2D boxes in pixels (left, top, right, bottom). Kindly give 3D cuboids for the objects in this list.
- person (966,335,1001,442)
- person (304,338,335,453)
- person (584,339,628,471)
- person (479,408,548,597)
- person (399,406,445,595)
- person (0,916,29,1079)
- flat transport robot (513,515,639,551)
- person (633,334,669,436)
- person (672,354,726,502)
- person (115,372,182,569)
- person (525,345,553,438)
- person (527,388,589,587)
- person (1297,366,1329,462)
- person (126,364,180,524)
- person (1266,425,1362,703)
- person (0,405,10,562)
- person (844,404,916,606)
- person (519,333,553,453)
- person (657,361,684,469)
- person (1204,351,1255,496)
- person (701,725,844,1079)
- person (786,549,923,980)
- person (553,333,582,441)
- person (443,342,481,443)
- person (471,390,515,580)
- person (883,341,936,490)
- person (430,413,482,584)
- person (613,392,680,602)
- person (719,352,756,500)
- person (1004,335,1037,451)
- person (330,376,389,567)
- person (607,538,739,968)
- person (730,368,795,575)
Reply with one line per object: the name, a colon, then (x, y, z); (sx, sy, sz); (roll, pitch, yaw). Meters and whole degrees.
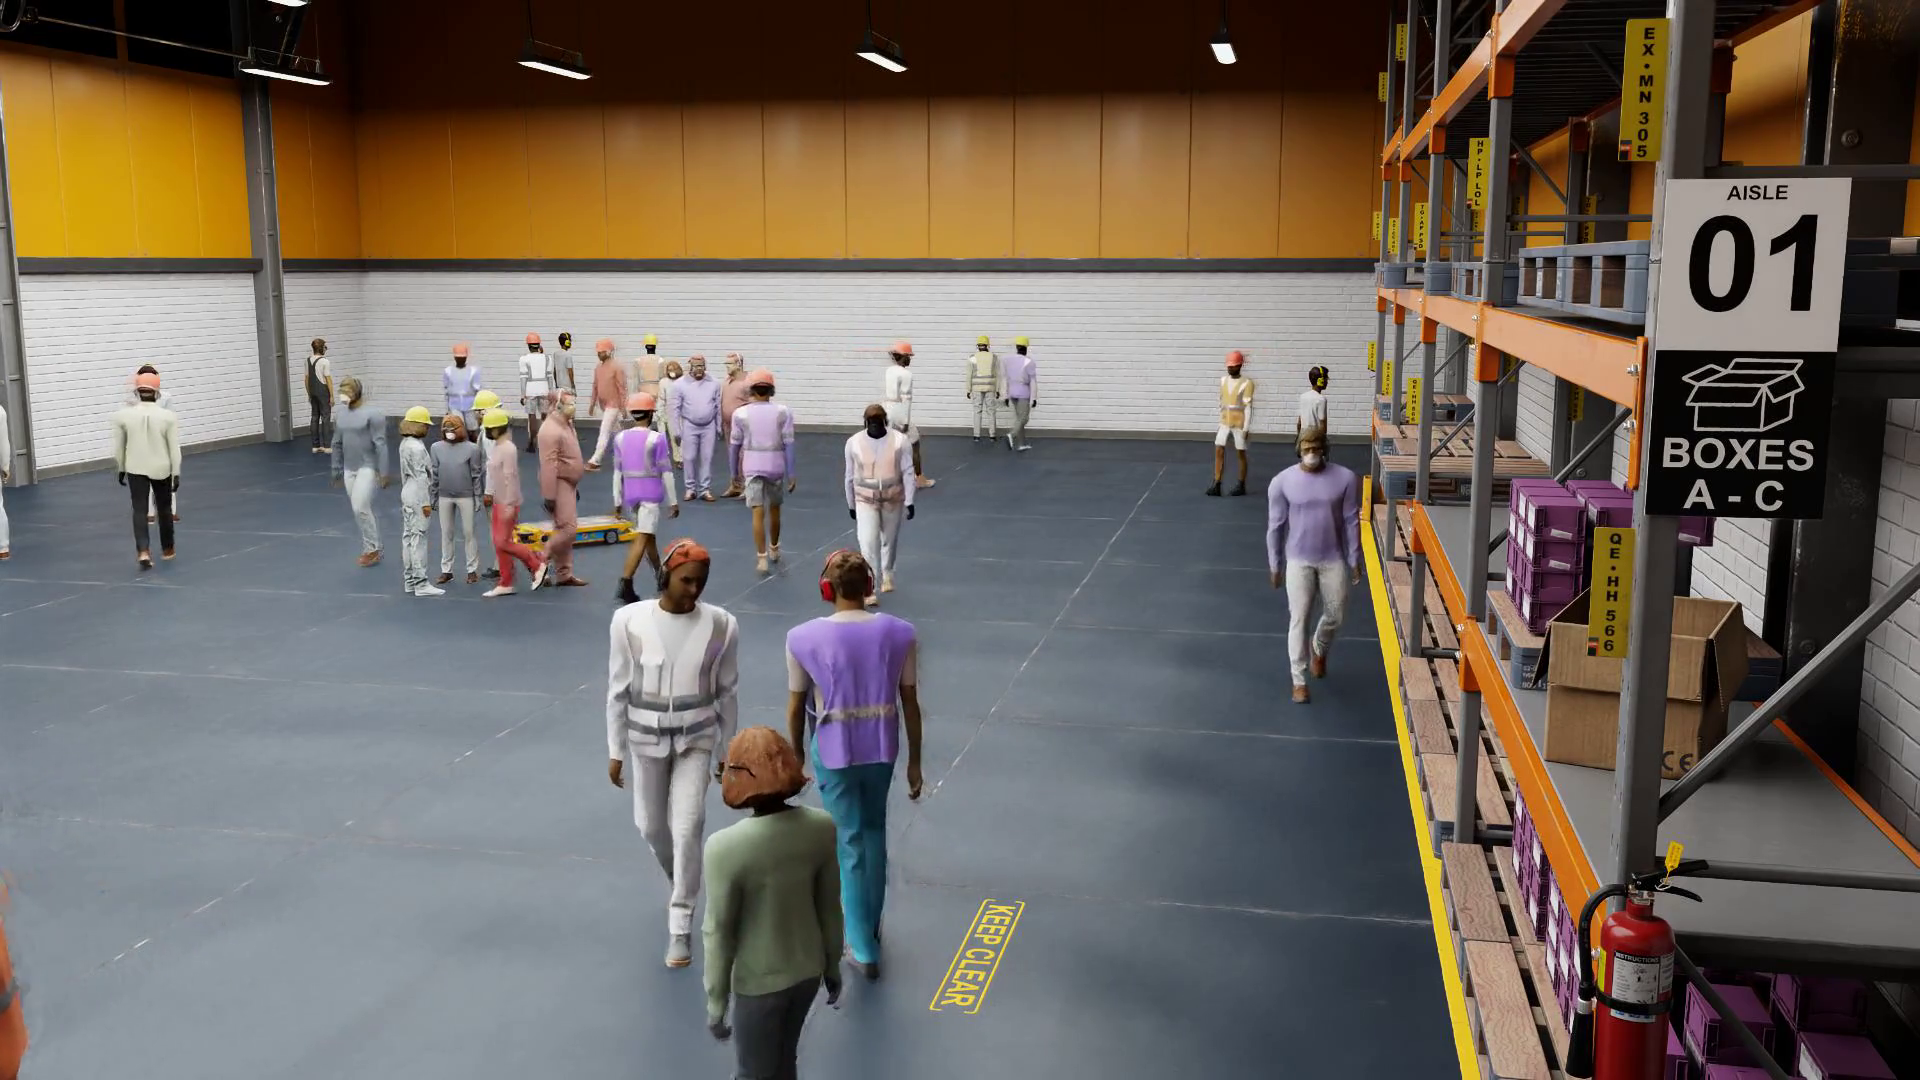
person: (0.399, -2.590, 28.453); (0.592, 1.828, 0.404); (-1, 9, -4)
person: (-10.272, -2.312, 26.728); (0.517, 1.844, 0.329); (4, 10, 23)
person: (-5.207, -1.997, 24.565); (1.046, 1.939, 0.646); (-9, 13, -44)
person: (-4.099, -0.340, 15.133); (0.489, 1.745, 0.540); (-6, 11, -31)
person: (-4.971, -0.361, 15.310); (0.311, 1.735, 0.484); (-7, 11, -35)
person: (-2.712, 1.450, 4.534); (0.386, 1.686, 0.542); (-4, 10, -21)
flat transport robot: (-4.221, -0.085, 18.047); (1.431, 0.197, 0.652); (-7, 12, -38)
person: (-4.880, -2.296, 26.387); (0.585, 1.927, 0.366); (-1, 9, -5)
person: (-3.333, -1.430, 21.280); (0.680, 1.907, 0.406); (-4, 10, -23)
person: (-8.167, -0.706, 16.751); (0.613, 1.959, 0.994); (-4, 10, -20)
person: (-7.366, -2.592, 29.048); (0.520, 1.634, 0.311); (-4, 10, -23)
person: (-3.737, -0.473, 15.526); (0.462, 1.894, 0.661); (0, 9, -3)
person: (4.090, -1.075, 19.211); (0.309, 1.868, 0.534); (-4, 10, -22)
person: (-9.442, -1.120, 19.478); (0.510, 1.872, 0.328); (-4, 10, -25)
person: (2.481, 0.144, 11.694); (0.669, 1.923, 0.710); (0, 9, 3)
person: (-9.958, -0.716, 16.841); (0.632, 1.936, 0.359); (-9, 13, -44)
person: (-0.726, -0.347, 15.084); (0.626, 1.799, 0.955); (-1, 9, -6)
person: (-6.828, -2.365, 26.782); (0.548, 1.935, 0.362); (-7, 12, -35)
person: (-4.239, -1.840, 24.646); (0.496, 1.595, 0.763); (1, 9, 5)
person: (3.497, -1.490, 21.581); (0.583, 1.904, 0.836); (9, 13, 43)
person: (-0.527, 1.385, 5.162); (0.513, 1.606, 0.630); (-9, 13, -44)
person: (-0.496, 0.935, 7.254); (0.562, 1.809, 0.797); (-4, 10, -21)
person: (-6.744, -2.614, 28.485); (0.534, 1.867, 0.313); (8, 13, 42)
person: (-7.319, -1.971, 24.529); (0.545, 1.907, 0.846); (-2, 10, -13)
person: (-4.497, -0.528, 16.028); (0.403, 1.827, 0.599); (0, 9, -2)
person: (-0.711, -1.648, 22.232); (0.925, 2.004, 0.607); (-8, 12, -39)
person: (-4.786, -0.392, 15.800); (0.498, 1.633, 0.284); (0, 9, 1)
person: (-2.881, -0.398, 15.112); (0.566, 1.893, 1.027); (5, 11, 26)
person: (-2.886, -1.468, 21.464); (0.403, 1.906, 0.651); (-9, 13, -44)
person: (0.948, -2.369, 26.921); (0.592, 1.901, 0.773); (7, 12, 35)
person: (-6.042, -0.678, 16.660); (0.654, 1.916, 0.584); (5, 11, 27)
person: (-1.274, 0.888, 7.435); (0.592, 1.859, 0.801); (-1, 10, -8)
person: (-1.963, -0.701, 16.547); (0.630, 1.993, 1.002); (-1, 10, -9)
